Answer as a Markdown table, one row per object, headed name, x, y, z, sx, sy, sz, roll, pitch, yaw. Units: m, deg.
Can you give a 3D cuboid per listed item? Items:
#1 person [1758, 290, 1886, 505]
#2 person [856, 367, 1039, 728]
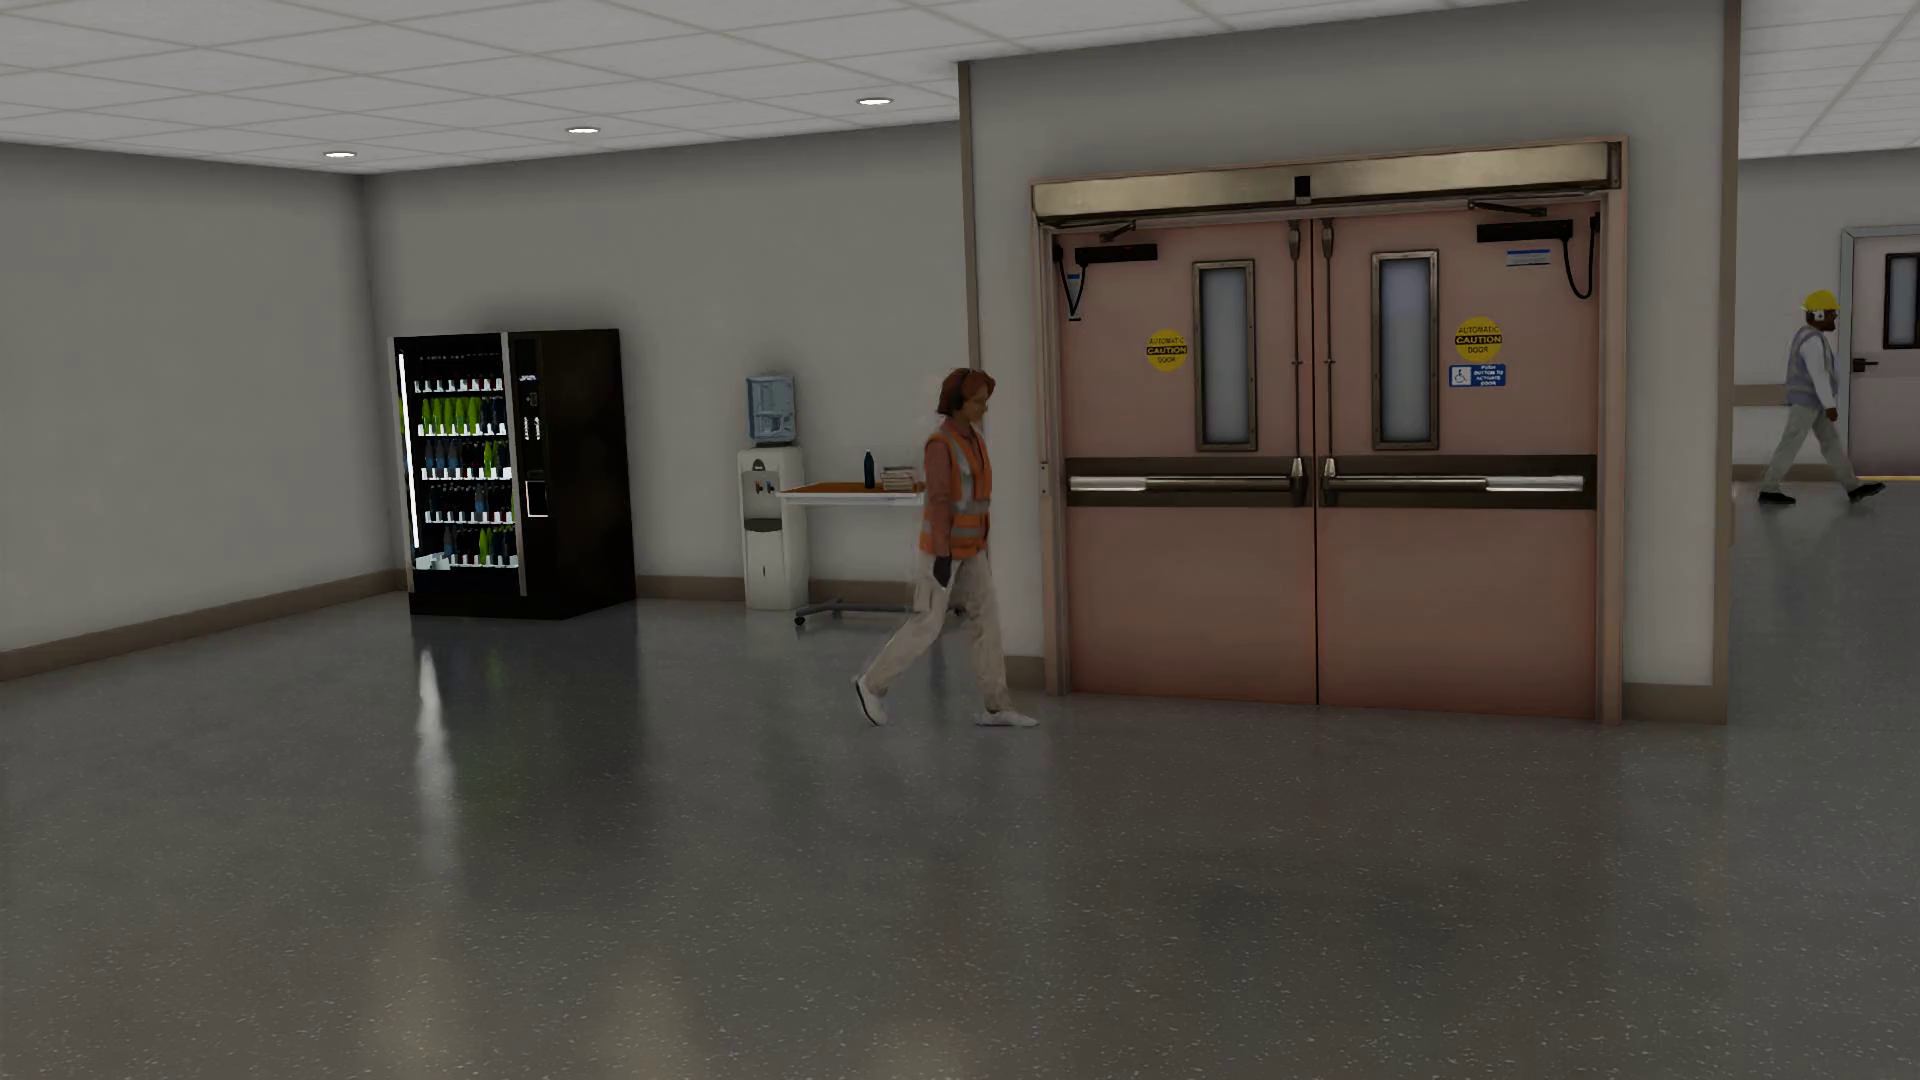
| name | x | y | z | sx | sy | sz | roll | pitch | yaw |
| --- | --- | --- | --- | --- | --- | --- | --- | --- | --- |
| person | 7.116 | -1.168 | 13.764 | 0.962 | 1.776 | 0.616 | 1 | 8 | 26 |
| person | -0.096 | 0.044 | 7.339 | 0.770 | 1.610 | 0.533 | 1 | 8 | 23 |
